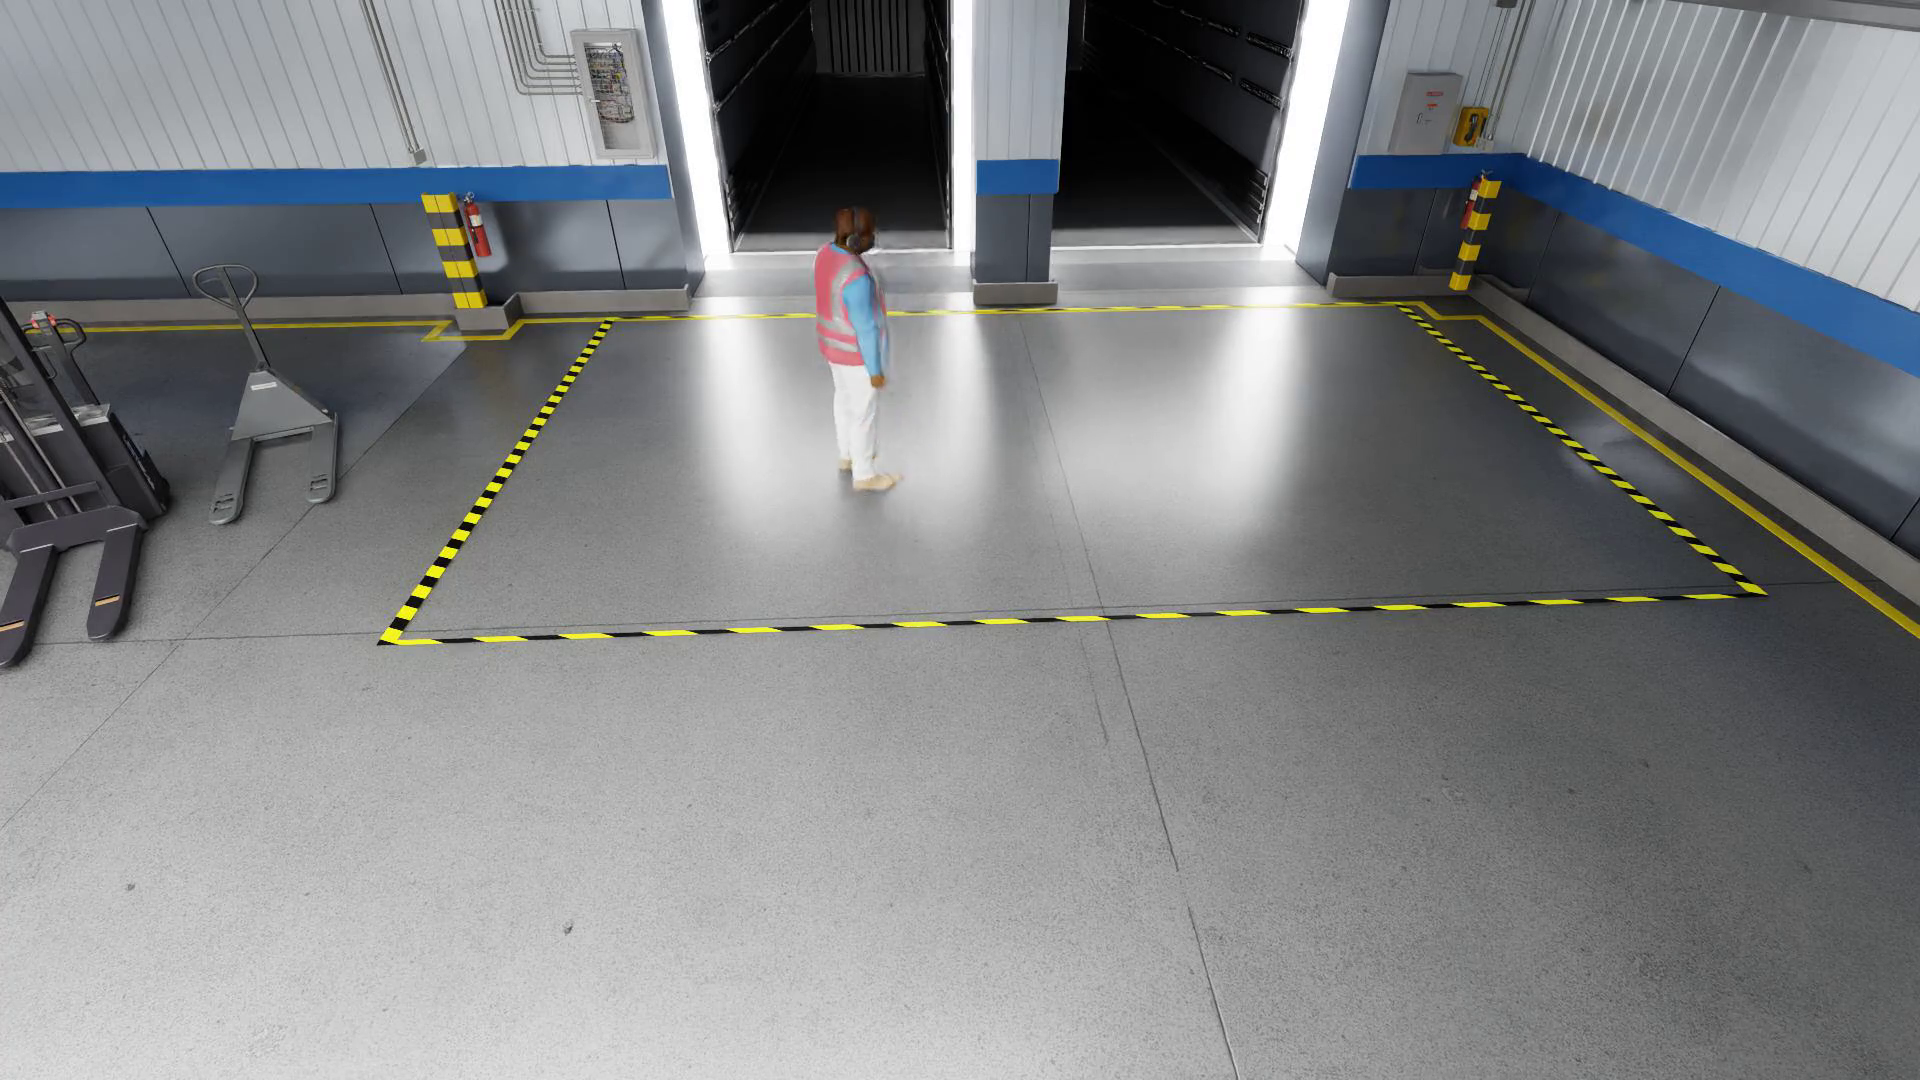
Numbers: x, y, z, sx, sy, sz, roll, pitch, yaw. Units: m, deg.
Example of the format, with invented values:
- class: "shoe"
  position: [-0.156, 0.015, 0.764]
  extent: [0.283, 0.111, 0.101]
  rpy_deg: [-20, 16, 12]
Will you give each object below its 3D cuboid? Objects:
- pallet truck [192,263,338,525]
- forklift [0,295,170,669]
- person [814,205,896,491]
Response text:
- class: "pallet truck"
  position: [-4.778, -1.027, 6.128]
  extent: [0.680, 1.201, 1.601]
  rpy_deg: [-17, 38, -23]
- class: "forklift"
  position: [-5.212, -0.618, 4.878]
  extent: [0.823, 1.965, 1.885]
  rpy_deg: [-20, 39, -26]
- class: "person"
  position: [-0.674, -1.200, 5.865]
  extent: [0.430, 1.831, 0.660]
  rpy_deg: [-17, 38, -23]
